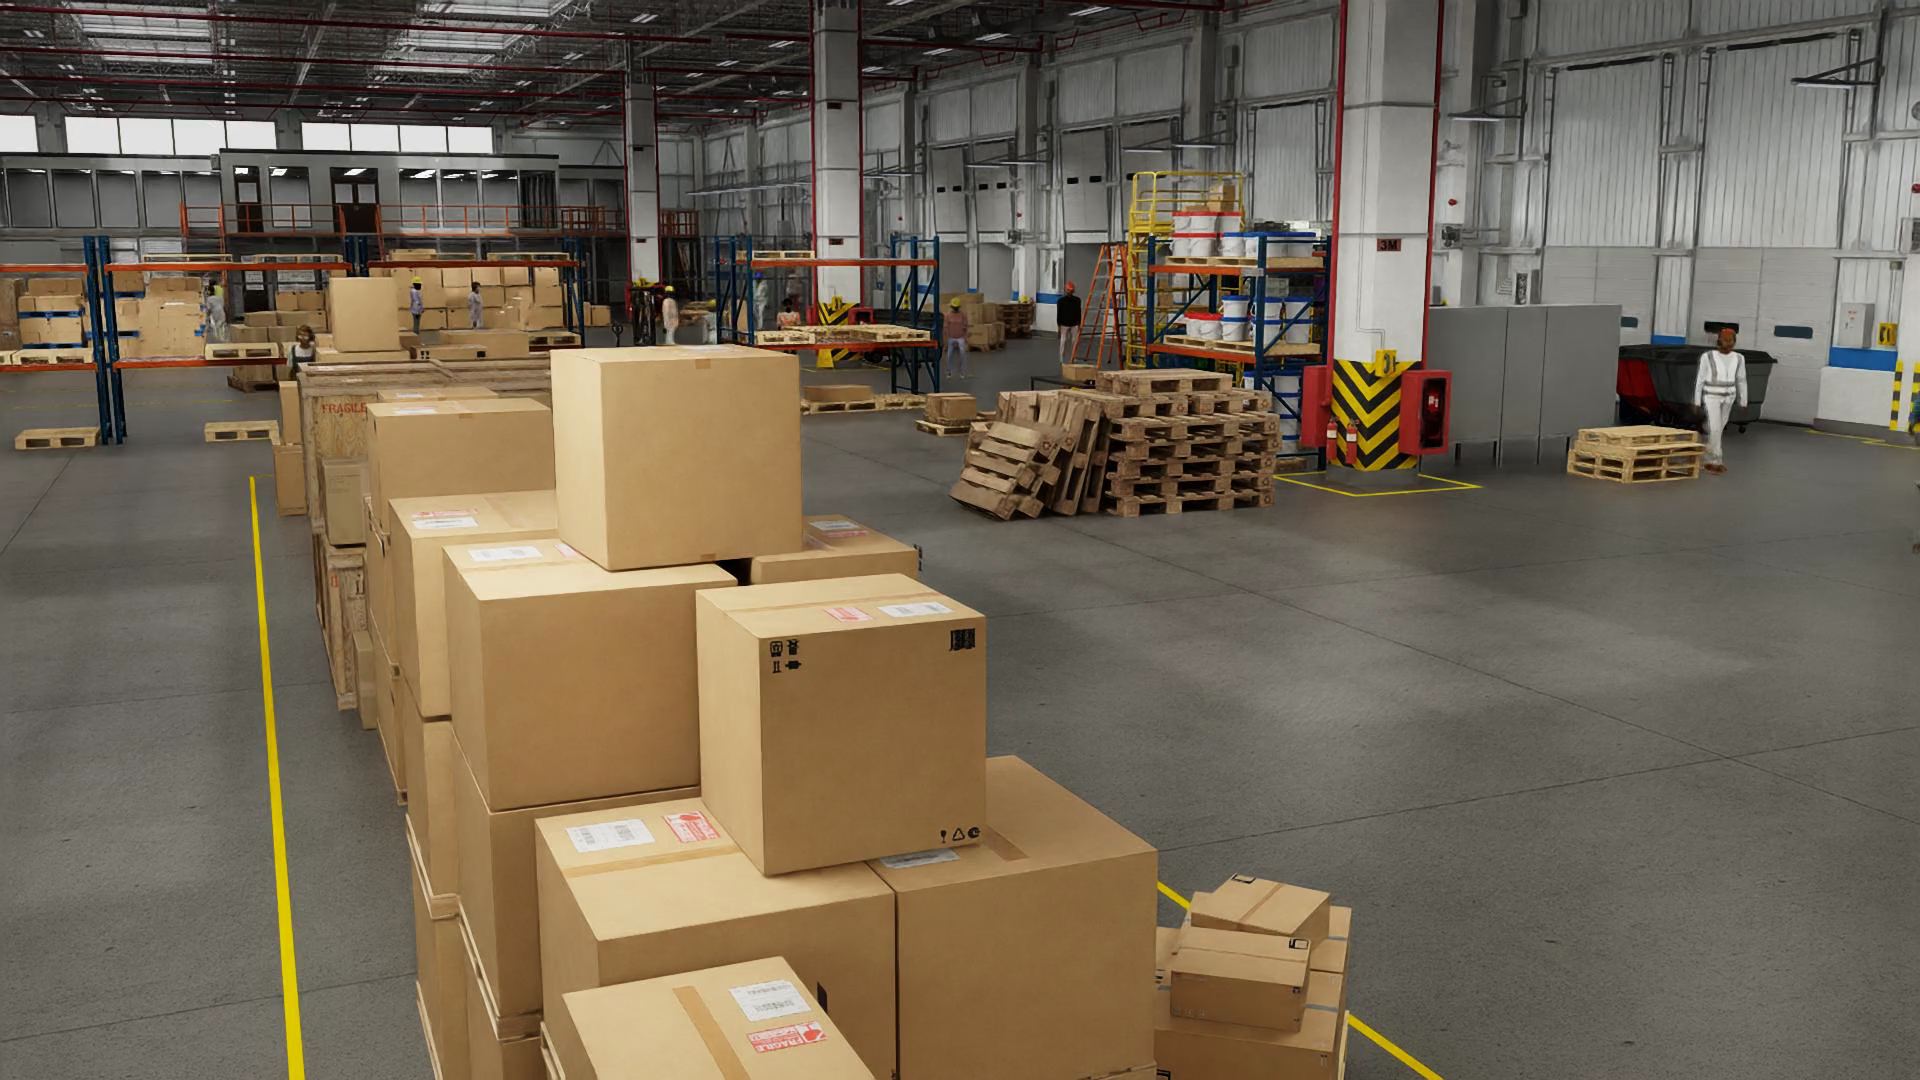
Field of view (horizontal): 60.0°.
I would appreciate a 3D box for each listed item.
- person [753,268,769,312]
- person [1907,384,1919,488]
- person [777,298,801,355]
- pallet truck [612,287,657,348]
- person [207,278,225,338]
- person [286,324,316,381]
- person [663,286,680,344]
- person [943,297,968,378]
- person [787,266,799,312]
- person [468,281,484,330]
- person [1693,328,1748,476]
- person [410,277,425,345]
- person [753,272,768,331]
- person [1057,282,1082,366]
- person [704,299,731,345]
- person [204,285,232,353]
[{"bbox_3d":[-7.482,-9.283,62.615,0.546,1.871,0.949,-5,11,-24],"label":"person"},{"bbox_3d":[11.403,-1.339,19.548,0.545,1.602,0.782,0,10,-3],"label":"person"},{"bbox_3d":[-3.824,-4.568,37.160,0.539,1.682,0.482,-2,10,-10],"label":"person"},{"bbox_3d":[-6.464,-4.406,35.401,0.823,1.965,1.885,6,12,32],"label":"pallet truck"},{"bbox_3d":[-22.349,-6.947,49.899,0.544,1.827,0.640,3,11,16],"label":"person"},{"bbox_3d":[-8.985,-2.048,22.870,0.540,1.826,0.401,-1,10,-6],"label":"person"},{"bbox_3d":[-6.864,-5.069,39.364,0.453,1.887,0.622,2,11,13],"label":"person"},{"bbox_3d":[-0.095,-4.322,35.638,0.539,1.750,0.404,0,10,1],"label":"person"},{"bbox_3d":[-6.374,-9.330,62.649,0.954,1.948,0.658,10,14,43],"label":"person"},{"bbox_3d":[-12.056,-5.486,41.521,0.372,1.940,0.630,0,10,0],"label":"person"},{"bbox_3d":[9.688,-1.730,21.036,0.612,1.852,0.854,-1,10,-6],"label":"person"},{"bbox_3d":[-15.121,-6.356,46.340,0.371,1.929,0.584,-3,11,-14],"label":"person"},{"bbox_3d":[-6.364,-7.501,52.616,0.630,1.937,0.430,5,11,25],"label":"person"},{"bbox_3d":[2.581,-5.094,39.247,0.607,1.986,0.399,-3,11,-16],"label":"person"},{"bbox_3d":[-5.141,-4.265,35.390,0.496,1.719,0.719,3,11,18],"label":"person"},{"bbox_3d":[-18.813,-5.554,42.199,0.584,1.825,0.549,3,11,15],"label":"person"}]
